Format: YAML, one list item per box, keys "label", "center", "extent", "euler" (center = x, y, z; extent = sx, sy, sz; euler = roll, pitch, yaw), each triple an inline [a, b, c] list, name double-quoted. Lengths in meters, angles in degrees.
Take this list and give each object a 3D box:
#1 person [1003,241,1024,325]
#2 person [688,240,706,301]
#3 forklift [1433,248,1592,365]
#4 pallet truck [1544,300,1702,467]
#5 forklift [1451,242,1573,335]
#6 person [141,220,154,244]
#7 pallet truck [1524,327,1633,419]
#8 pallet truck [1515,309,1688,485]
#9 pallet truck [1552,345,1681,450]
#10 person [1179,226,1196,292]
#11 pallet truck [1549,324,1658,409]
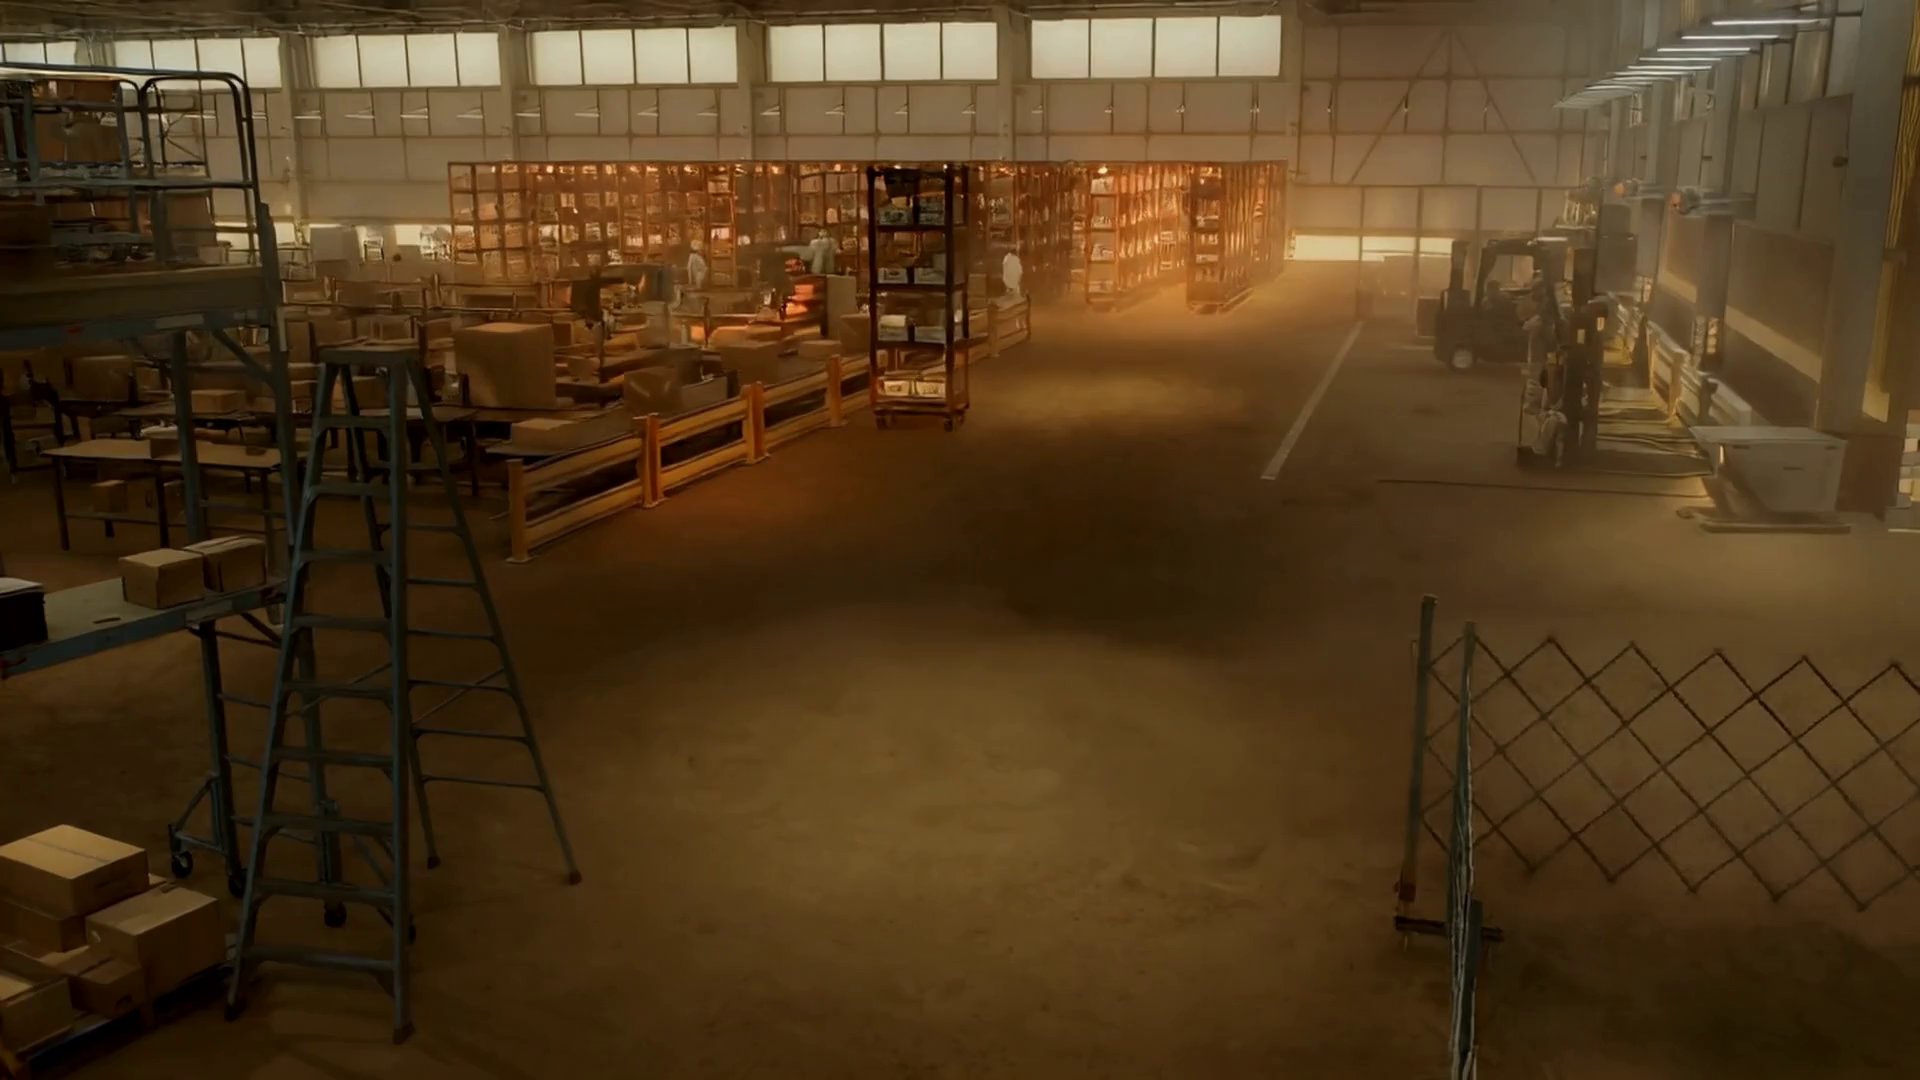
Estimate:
- label: "person"
  center: [1.278, -5.765, 37.346]
  extent: [0.731, 1.879, 0.671]
  euler: [5, 14, 21]
- label: "person"
  center: [-6.128, -6.066, 38.759]
  extent: [0.404, 1.835, 0.588]
  euler: [-4, 14, -19]
- label: "forklift"
  center: [9.780, -4.111, 29.280]
  extent: [2.680, 1.987, 1.157]
  euler: [3, 13, 14]
- label: "pallet truck"
  center: [8.263, -1.952, 20.631]
  extent: [1.885, 1.965, 0.823]
  euler: [5, 14, 20]
- label: "forklift"
  center: [10.464, -4.597, 31.405]
  extent: [2.680, 1.987, 1.157]
  euler: [4, 14, 16]
- label: "person"
  center: [-22.741, -8.003, 46.776]
  extent: [0.637, 1.991, 0.395]
  euler: [8, 15, 30]
- label: "pallet truck"
  center: [9.065, -2.460, 24.370]
  extent: [1.522, 1.261, 0.704]
  euler: [3, 13, 14]
- label: "pallet truck"
  center: [7.554, -1.677, 19.446]
  extent: [1.885, 1.965, 0.823]
  euler: [3, 13, 14]
- label: "pallet truck"
  center: [8.641, -1.896, 21.908]
  extent: [1.630, 1.274, 0.653]
  euler: [4, 14, 16]
- label: "person"
  center: [6.301, -7.808, 46.293]
  extent: [0.619, 1.823, 0.613]
  euler: [1, 13, 6]
- label: "pallet truck"
  center: [9.824, -2.669, 25.407]
  extent: [1.601, 1.201, 0.680]
  euler: [4, 14, 16]
